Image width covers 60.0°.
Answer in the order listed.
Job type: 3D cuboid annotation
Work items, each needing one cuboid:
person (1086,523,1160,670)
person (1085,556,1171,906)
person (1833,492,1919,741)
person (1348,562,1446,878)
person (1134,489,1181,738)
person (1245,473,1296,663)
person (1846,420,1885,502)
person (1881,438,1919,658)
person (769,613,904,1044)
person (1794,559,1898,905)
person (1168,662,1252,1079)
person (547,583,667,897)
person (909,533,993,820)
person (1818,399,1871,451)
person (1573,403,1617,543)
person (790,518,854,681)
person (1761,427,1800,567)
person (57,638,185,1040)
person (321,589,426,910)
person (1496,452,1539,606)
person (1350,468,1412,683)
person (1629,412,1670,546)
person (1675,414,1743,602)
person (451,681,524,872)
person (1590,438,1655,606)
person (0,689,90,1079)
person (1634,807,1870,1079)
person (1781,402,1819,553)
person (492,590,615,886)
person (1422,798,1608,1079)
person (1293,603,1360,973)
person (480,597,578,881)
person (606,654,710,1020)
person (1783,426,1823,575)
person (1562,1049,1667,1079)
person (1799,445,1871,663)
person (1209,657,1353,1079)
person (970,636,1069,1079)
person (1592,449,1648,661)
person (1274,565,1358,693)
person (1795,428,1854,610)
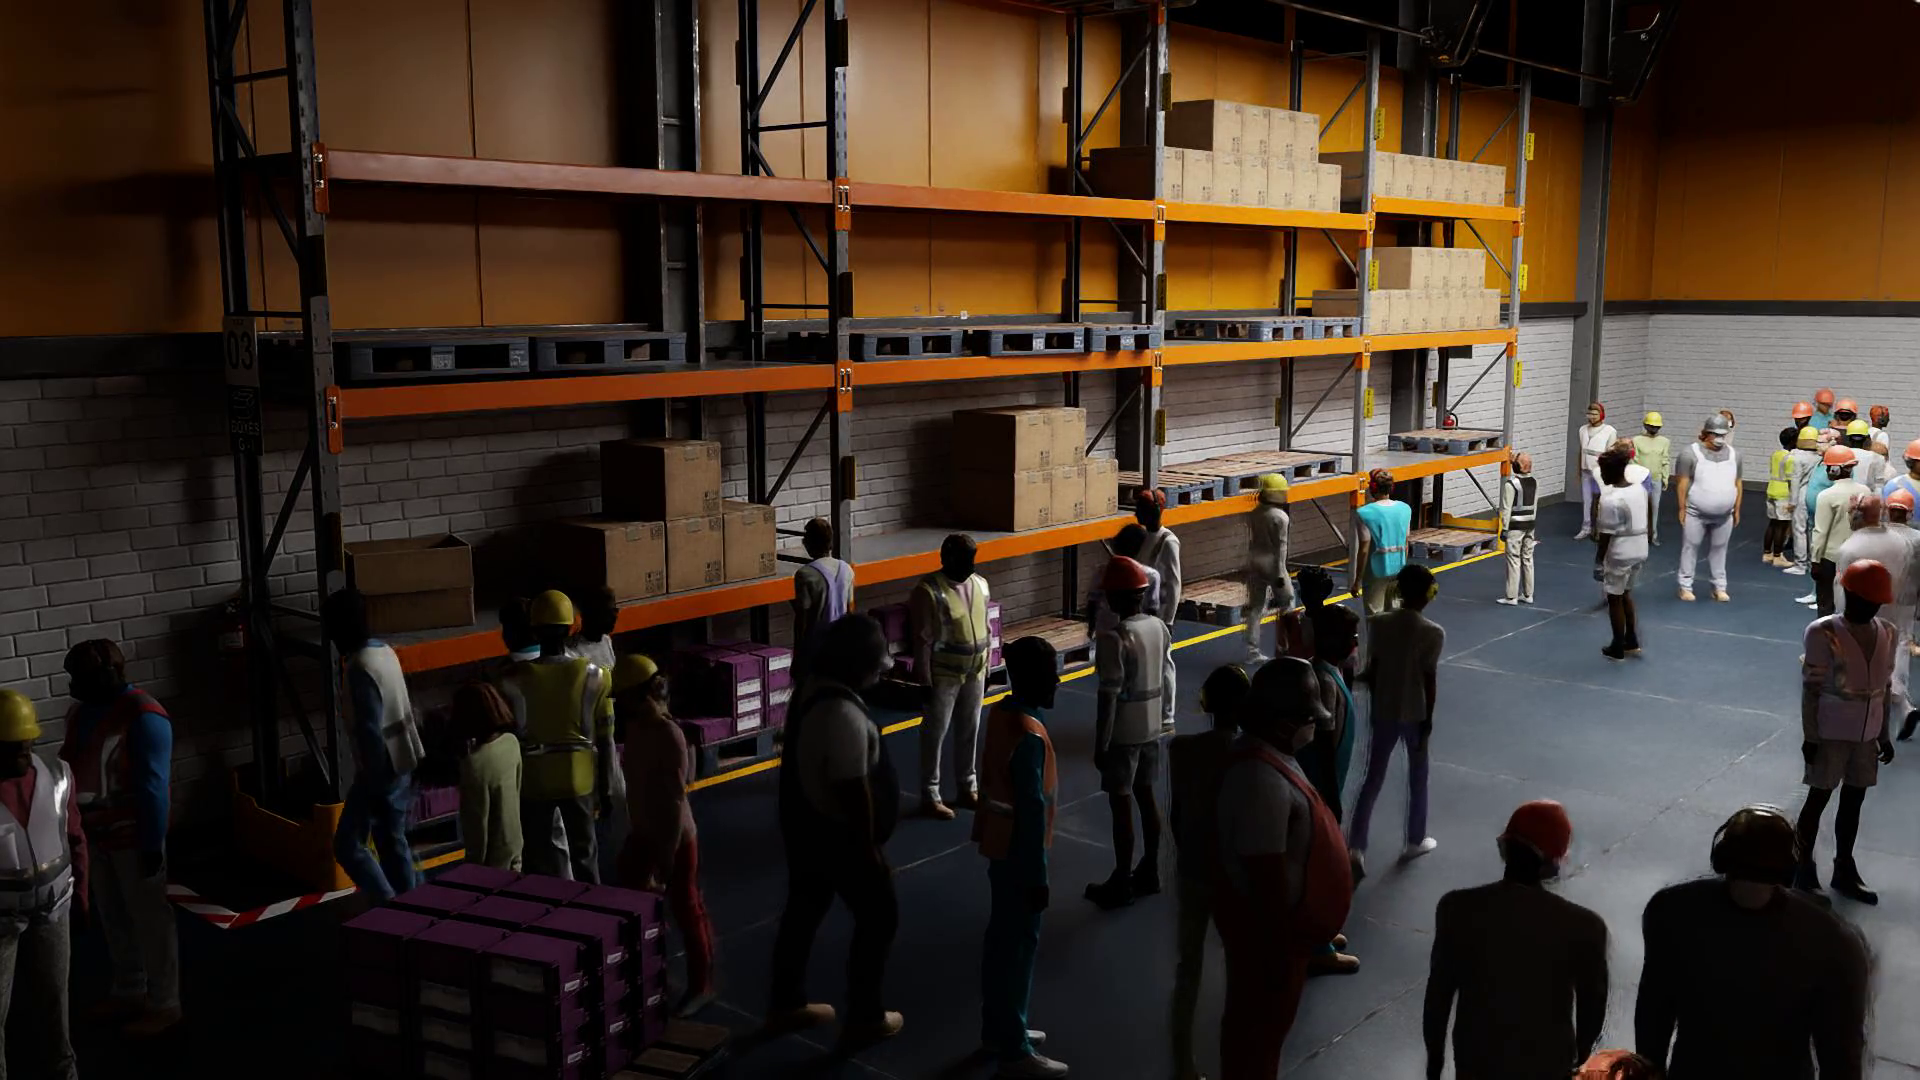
[{"bbox_3d":[1.204,0.701,12.315,0.537,1.651,0.884,0,9,1],"label":"person"},{"bbox_3d":[0.917,1.046,9.199,0.388,1.930,0.544,8,12,41],"label":"person"},{"bbox_3d":[6.702,0.593,12.249,0.640,1.883,0.620,-3,9,-20],"label":"person"},{"bbox_3d":[2.515,1.034,9.644,0.530,1.823,0.962,7,11,40],"label":"person"},{"bbox_3d":[1.457,0.547,12.549,0.337,1.882,0.585,-3,9,-20],"label":"person"},{"bbox_3d":[2.838,0.254,14.979,0.658,1.722,0.489,-6,11,-36],"label":"person"},{"bbox_3d":[9.789,-0.357,18.274,0.587,1.920,0.396,4,10,26],"label":"person"},{"bbox_3d":[8.625,0.086,15.071,0.608,2.033,0.427,-2,9,-13],"label":"person"},{"bbox_3d":[-0.537,1.264,7.429,0.643,2.000,0.709,-4,10,-24],"label":"person"},{"bbox_3d":[4.898,1.052,9.154,0.542,1.929,0.369,-2,9,-10],"label":"person"},{"bbox_3d":[1.113,1.433,7.082,0.501,1.803,0.930,5,10,28],"label":"person"},{"bbox_3d":[-2.098,1.113,9.234,0.993,1.795,0.495,4,10,23],"label":"person"},{"bbox_3d":[-0.030,0.864,10.686,0.630,1.837,0.429,-7,11,-39],"label":"person"},{"bbox_3d":[10.602,-0.684,20.047,0.611,2.030,0.410,5,10,30],"label":"person"},{"bbox_3d":[8.405,-0.893,21.988,0.393,1.838,0.561,-4,10,-27],"label":"person"},{"bbox_3d":[-0.938,0.762,11.341,0.350,1.835,0.519,8,12,41],"label":"person"},{"bbox_3d":[9.926,-0.517,20.061,0.322,1.688,0.539,1,9,4],"label":"person"},{"bbox_3d":[-3.843,1.345,7.598,0.633,1.834,0.431,5,10,31],"label":"person"},{"bbox_3d":[-2.969,1.181,8.440,0.480,1.887,0.633,-1,9,-8],"label":"person"},{"bbox_3d":[5.933,-0.116,17.647,0.509,1.629,0.315,-6,11,-35],"label":"person"},{"bbox_3d":[3.597,0.310,14.198,0.564,1.847,0.395,-5,10,-27],"label":"person"},{"bbox_3d":[8.924,-0.783,21.547,0.528,1.761,0.339,0,9,1],"label":"person"},{"bbox_3d":[8.036,-0.347,17.814,0.687,2.000,0.535,1,9,4],"label":"person"},{"bbox_3d":[-2.138,1.443,7.578,0.271,1.631,0.507,1,9,8],"label":"person"},{"bbox_3d":[6.908,-0.154,17.326,0.595,1.810,0.866,6,11,35],"label":"person"},{"bbox_3d":[-3.789,1.488,6.683,0.403,1.825,0.593,6,11,35],"label":"person"},{"bbox_3d":[2.273,1.723,4.903,0.651,1.896,0.954,6,11,36],"label":"person"},{"bbox_3d":[10.602,-0.787,21.026,0.386,1.929,0.543,-4,10,-25],"label":"person"},{"bbox_3d":[-2.006,1.200,8.258,0.581,1.917,0.404,-3,9,-19],"label":"person"},{"bbox_3d":[1.905,1.693,5.725,0.580,1.722,0.768,3,9,20],"label":"person"},{"bbox_3d":[1.831,1.223,8.332,0.346,1.843,0.507,0,9,3],"label":"person"},{"bbox_3d":[-2.205,1.199,8.482,0.429,1.842,0.636,5,10,31],"label":"person"},{"bbox_3d":[-1.461,1.393,7.601,0.691,1.719,0.541,-8,12,-42],"label":"person"},{"bbox_3d":[9.929,-0.465,19.552,0.489,1.738,0.328,-4,10,-23],"label":"person"},{"bbox_3d":[1.279,1.962,3.576,0.628,1.826,0.995,-2,9,-12],"label":"person"},{"bbox_3d":[7.807,0.146,14.822,0.617,1.987,0.407,-3,9,-20],"label":"person"},{"bbox_3d":[1.220,1.431,6.347,0.536,2.000,0.673,1,9,5],"label":"person"},{"bbox_3d":[0.248,1.357,7.220,0.386,1.918,0.590,-2,9,-11],"label":"person"},{"bbox_3d":[5.962,0.146,15.021,0.651,1.945,0.434,-7,11,-39],"label":"person"},{"bbox_3d":[2.179,0.992,10.285,0.539,1.695,0.318,6,11,35],"label":"person"},{"bbox_3d":[9.061,-0.220,17.438,0.403,1.904,0.652,1,9,8],"label":"person"}]
